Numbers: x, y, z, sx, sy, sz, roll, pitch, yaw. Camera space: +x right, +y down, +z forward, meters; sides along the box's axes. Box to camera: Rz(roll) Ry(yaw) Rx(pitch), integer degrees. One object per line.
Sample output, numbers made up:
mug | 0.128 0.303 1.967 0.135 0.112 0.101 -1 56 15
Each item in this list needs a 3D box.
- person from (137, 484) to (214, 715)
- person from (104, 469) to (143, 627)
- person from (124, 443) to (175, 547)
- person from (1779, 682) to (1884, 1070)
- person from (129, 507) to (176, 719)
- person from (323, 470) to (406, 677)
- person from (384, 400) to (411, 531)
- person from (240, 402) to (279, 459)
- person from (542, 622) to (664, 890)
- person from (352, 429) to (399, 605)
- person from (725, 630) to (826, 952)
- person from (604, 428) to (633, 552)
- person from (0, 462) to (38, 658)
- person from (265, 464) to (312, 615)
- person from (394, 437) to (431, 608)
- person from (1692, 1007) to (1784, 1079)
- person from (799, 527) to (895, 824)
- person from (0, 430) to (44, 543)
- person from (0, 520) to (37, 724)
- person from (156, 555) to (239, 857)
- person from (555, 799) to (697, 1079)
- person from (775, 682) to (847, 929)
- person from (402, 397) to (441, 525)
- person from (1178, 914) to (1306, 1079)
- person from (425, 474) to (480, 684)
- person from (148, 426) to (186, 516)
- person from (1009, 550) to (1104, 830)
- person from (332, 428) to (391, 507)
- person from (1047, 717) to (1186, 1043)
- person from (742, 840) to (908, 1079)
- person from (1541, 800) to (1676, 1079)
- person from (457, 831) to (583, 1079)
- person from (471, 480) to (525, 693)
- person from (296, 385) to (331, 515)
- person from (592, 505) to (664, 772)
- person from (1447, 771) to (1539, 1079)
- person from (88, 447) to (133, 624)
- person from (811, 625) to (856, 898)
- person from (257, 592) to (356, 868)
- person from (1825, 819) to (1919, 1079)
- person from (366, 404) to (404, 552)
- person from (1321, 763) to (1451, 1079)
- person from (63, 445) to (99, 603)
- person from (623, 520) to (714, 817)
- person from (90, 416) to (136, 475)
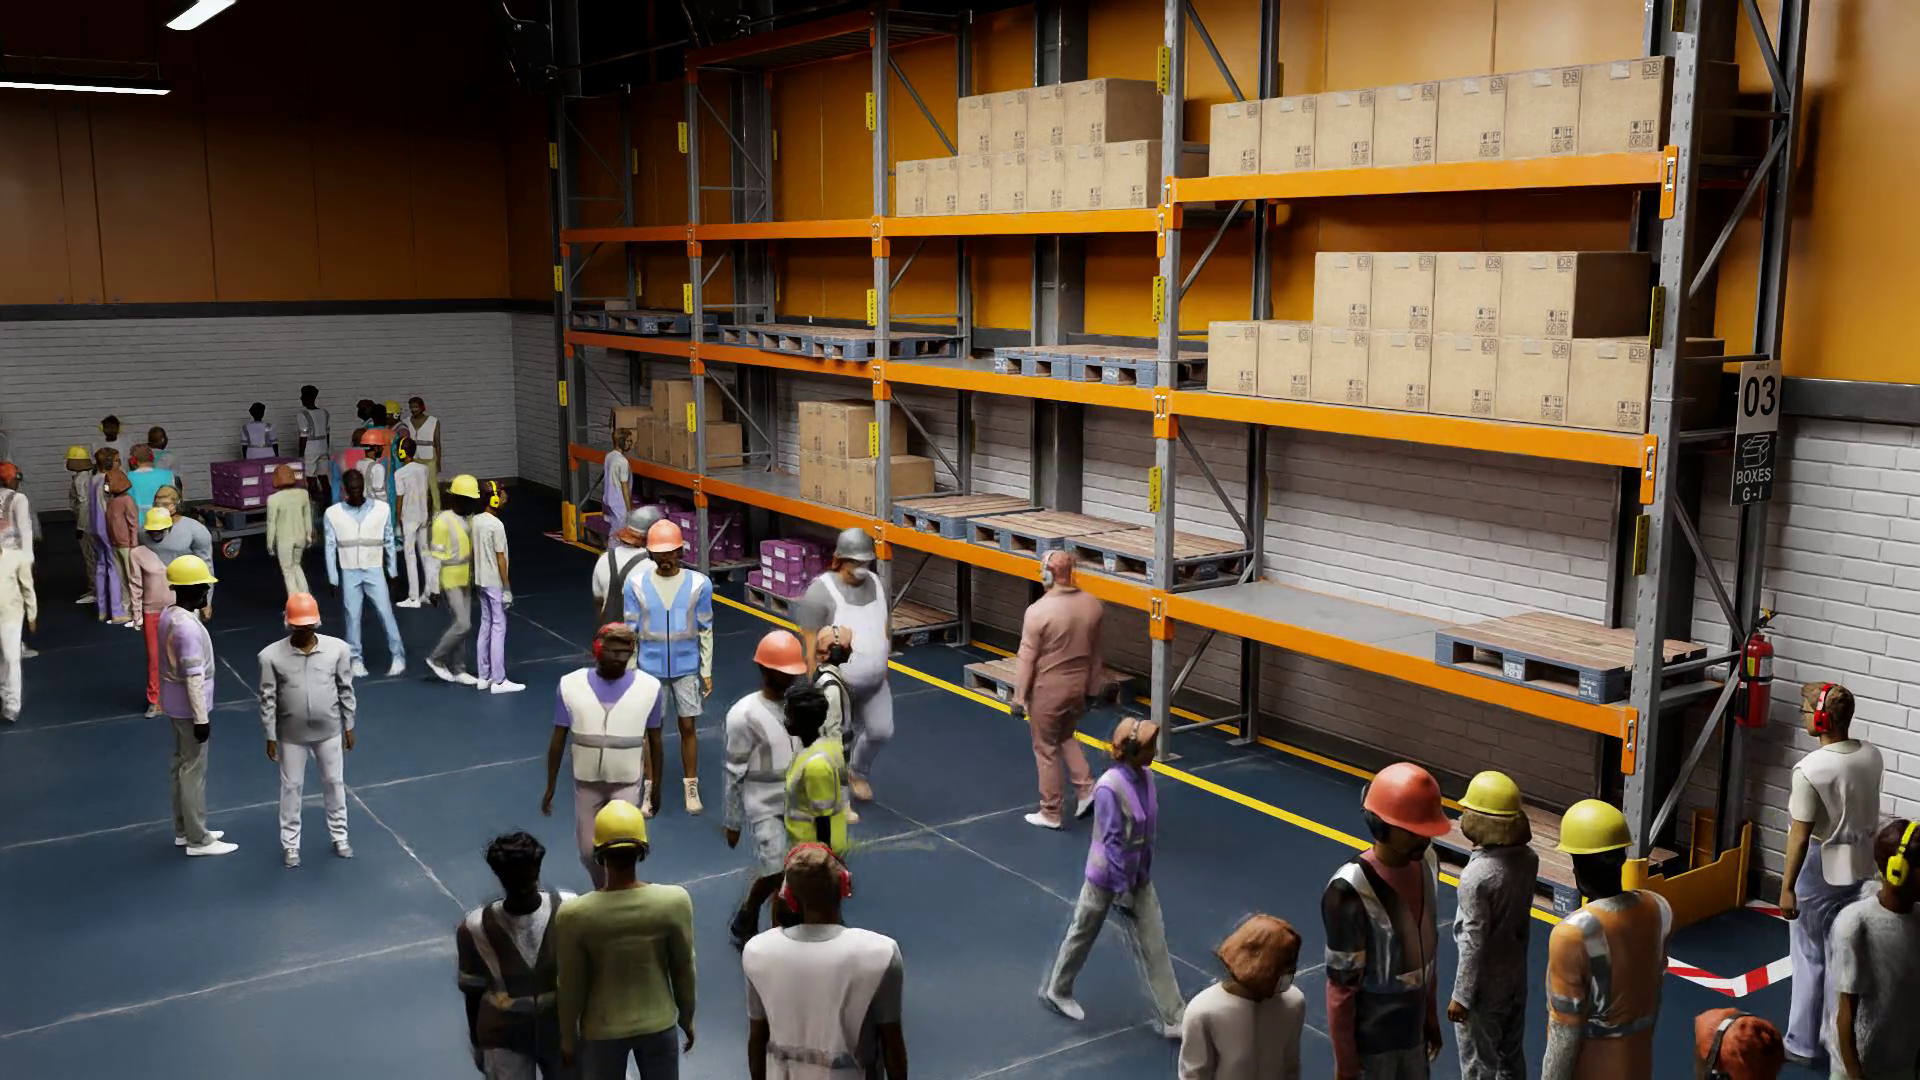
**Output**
person | -6.496 0.498 13.793 0.628 1.940 0.377 1 10 5
person | -8.627 0.081 17.135 0.499 1.634 0.285 7 12 35
person | -8.633 -0.117 17.735 0.607 1.821 0.485 -5 11 -29
person | 4.060 1.574 7.786 0.560 1.836 0.394 -5 11 -28
person | -6.552 0.595 13.736 0.531 1.765 0.327 -4 10 -22
person | -5.418 0.297 15.127 0.639 1.900 0.469 -4 10 -20
person | -7.826 -1.031 23.108 0.403 1.825 0.593 -7 12 -35
person | -10.164 -1.153 24.194 0.531 1.697 0.320 -1 10 -7
person | -1.961 1.341 9.175 0.649 1.824 0.627 -1 10 -6
person | -6.410 -0.255 18.251 0.543 1.929 0.384 9 13 43
person | -0.983 1.381 8.757 0.937 1.898 0.539 9 13 44
person | -3.944 -0.390 19.321 0.349 1.836 0.517 -7 12 -35
person | -9.073 0.189 15.883 0.648 1.850 0.418 7 12 35
person | -7.101 0.007 17.572 0.341 1.620 0.520 6 11 31
person | -5.955 -0.195 18.089 0.332 1.864 0.505 5 11 25
person | 2.009 2.135 4.363 0.576 1.880 0.356 -4 10 -21
person | -0.726 0.891 11.188 0.697 2.000 0.540 -7 12 -35
person | -12.690 -0.806 21.975 0.982 1.765 0.514 0 10 -2
person | -7.899 0.645 13.602 0.575 1.702 0.869 -3 10 -17
person | -4.888 1.048 10.600 0.386 1.928 0.589 -7 12 -35
person | -1.270 1.853 6.352 0.533 1.765 0.330 -4 10 -21
person | -0.760 1.542 8.403 0.381 1.685 0.542 -1 10 -4
person | -7.635 -1.125 23.648 0.567 1.831 0.401 1 10 7
person | 0.922 2.029 5.734 0.529 1.611 0.489 -4 10 -23
person | -4.432 0.362 14.721 0.518 1.901 0.621 2 10 14
person | -9.360 -0.417 19.507 0.516 1.827 0.371 1 10 7
person | 0.635 0.999 11.001 0.654 1.887 0.436 -9 13 -41
person | -7.061 -0.417 19.613 0.659 1.800 0.905 -1 10 -7
person | 0.795 1.641 8.114 0.909 1.582 0.514 8 13 41
person | -0.458 1.948 5.696 0.573 1.855 0.469 3 10 18
person | 2.232 1.857 5.883 0.585 1.917 0.381 -6 12 -33
person | -1.679 1.880 6.489 0.536 1.670 0.694 -4 10 -22
person | -4.080 0.403 14.555 0.311 1.869 0.530 -9 13 -43
person | -9.342 -1.260 24.033 0.366 1.966 0.607 3 10 19
person | -2.332 0.714 12.229 0.696 2.000 0.541 6 12 33
person | 2.143 1.789 6.792 0.493 1.742 0.303 -9 13 -42
person | -8.827 -0.049 17.283 0.515 1.843 0.326 7 12 35
person | -0.777 1.311 9.938 0.316 1.630 0.517 -1 10 -5
person | -4.065 1.175 10.401 0.564 1.742 0.353 -5 11 -28
person | 3.248 1.896 5.888 0.572 1.838 0.624 -3 10 -19
person | -7.455 -0.787 21.394 0.591 1.917 0.379 1 10 7
person | 1.560 1.779 6.031 0.613 2.028 0.409 -9 13 -42
person | -9.652 -0.176 18.322 0.296 1.744 0.484 -3 10 -17
person | -1.973 0.871 11.300 0.607 2.044 0.378 -2 10 -10
person | -10.527 -0.626 20.730 0.595 1.821 0.797 -4 10 -21
